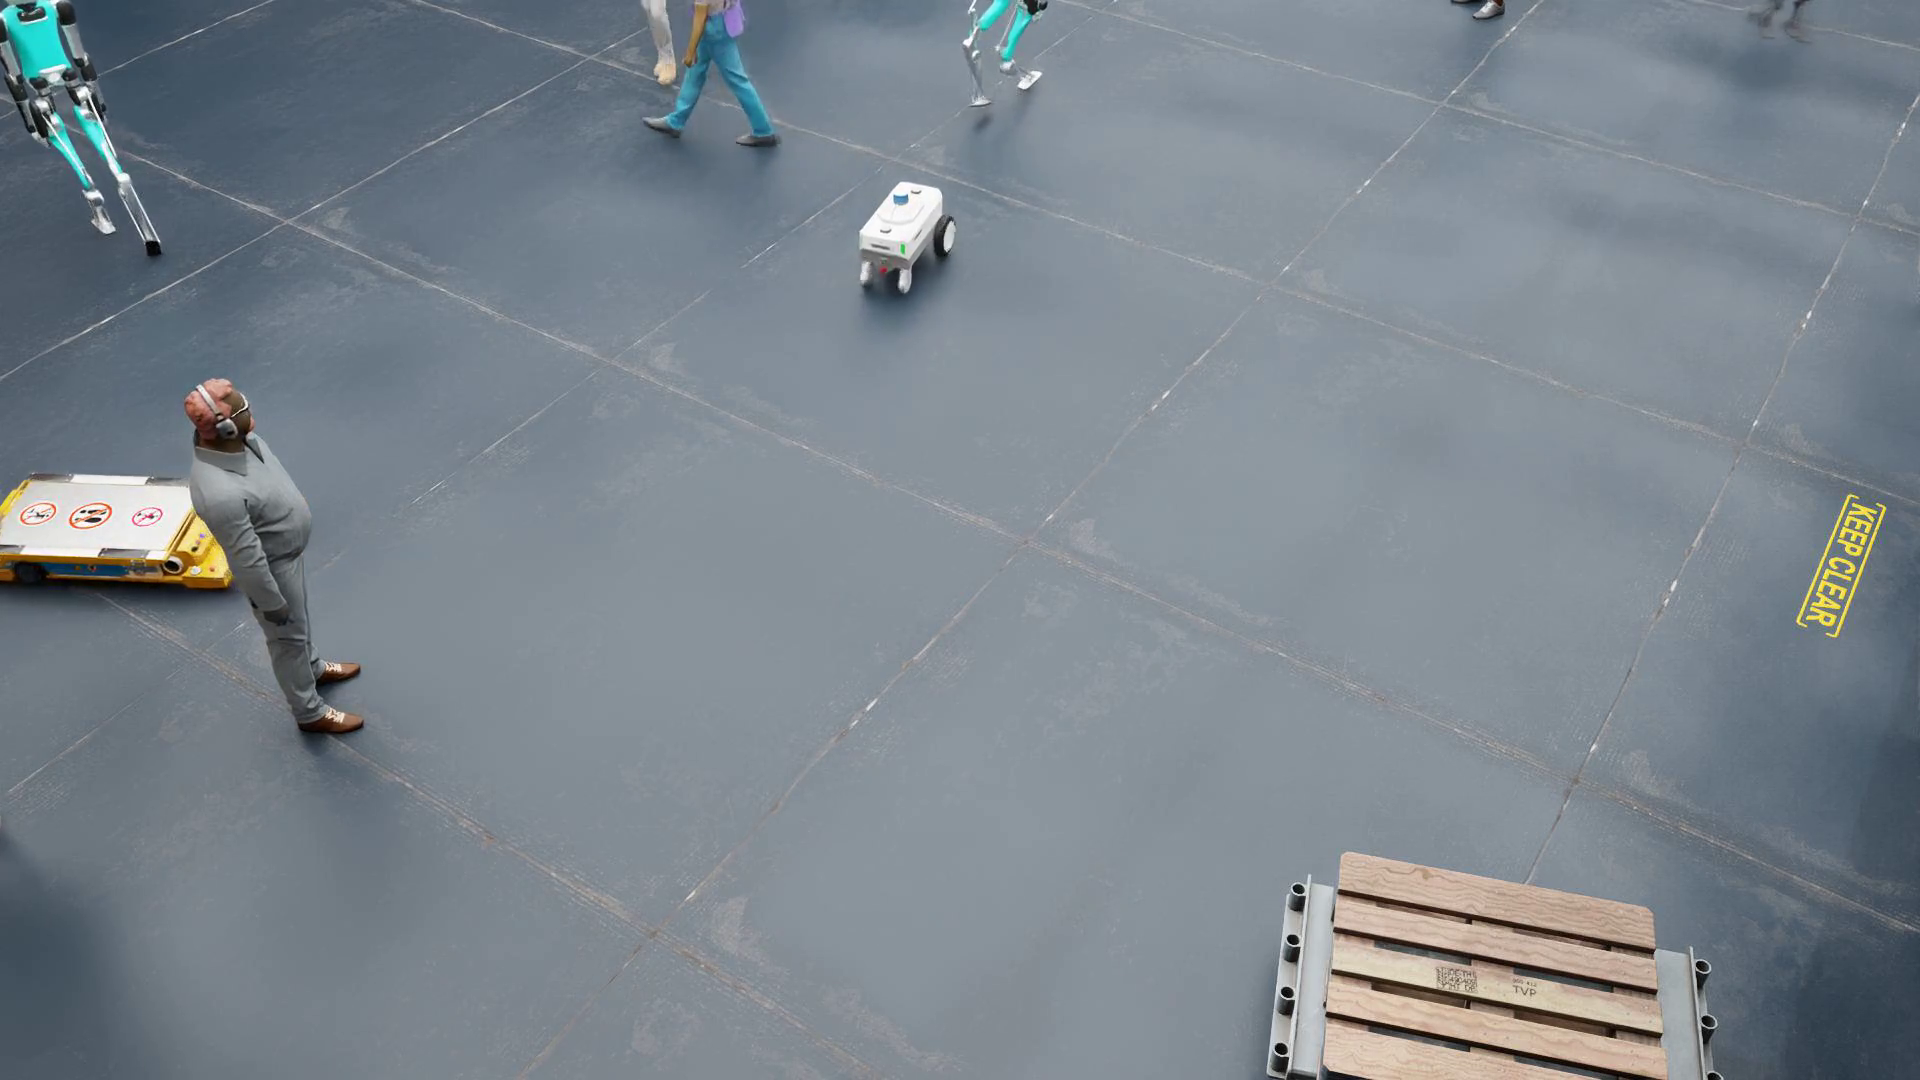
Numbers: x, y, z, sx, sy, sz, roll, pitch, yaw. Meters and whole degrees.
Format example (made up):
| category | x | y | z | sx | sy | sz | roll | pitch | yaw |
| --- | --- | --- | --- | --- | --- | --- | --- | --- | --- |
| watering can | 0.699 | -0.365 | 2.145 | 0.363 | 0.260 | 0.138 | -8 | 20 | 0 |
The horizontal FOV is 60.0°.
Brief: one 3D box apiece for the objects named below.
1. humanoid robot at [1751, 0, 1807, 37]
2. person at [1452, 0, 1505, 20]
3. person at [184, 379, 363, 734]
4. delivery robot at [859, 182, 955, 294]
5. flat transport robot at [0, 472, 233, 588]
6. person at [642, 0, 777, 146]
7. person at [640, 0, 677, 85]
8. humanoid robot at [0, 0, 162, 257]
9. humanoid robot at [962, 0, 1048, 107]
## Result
| category | x | y | z | sx | sy | sz | roll | pitch | yaw |
| --- | --- | --- | --- | --- | --- | --- | --- | --- | --- |
| humanoid robot | 6.760 | -4.835 | 13.138 | 0.600 | 1.647 | 0.451 | 29 | 50 | 29 |
| person | 4.399 | -5.164 | 13.304 | 0.416 | 1.941 | 0.552 | -11 | 43 | -12 |
| person | -3.073 | 0.082 | 7.456 | 0.413 | 1.912 | 0.650 | -11 | 43 | -12 |
| delivery robot | -0.374 | -2.014 | 10.814 | 0.499 | 0.589 | 0.784 | 14 | 44 | 15 |
| flat transport robot | -4.497 | -0.050 | 8.835 | 1.431 | 0.231 | 0.659 | 2 | 42 | 2 |
| person | -1.808 | -3.557 | 11.616 | 0.971 | 1.781 | 0.585 | -3 | 42 | -3 |
| person | -2.373 | -4.309 | 12.425 | 0.505 | 1.842 | 0.605 | 8 | 42 | 8 |
| humanoid robot | -5.589 | -2.619 | 10.631 | 0.553 | 1.792 | 0.923 | -32 | 51 | -31 |
| humanoid robot | 0.317 | -3.901 | 12.073 | 0.555 | 1.755 | 1.046 | 25 | 48 | 26 |
